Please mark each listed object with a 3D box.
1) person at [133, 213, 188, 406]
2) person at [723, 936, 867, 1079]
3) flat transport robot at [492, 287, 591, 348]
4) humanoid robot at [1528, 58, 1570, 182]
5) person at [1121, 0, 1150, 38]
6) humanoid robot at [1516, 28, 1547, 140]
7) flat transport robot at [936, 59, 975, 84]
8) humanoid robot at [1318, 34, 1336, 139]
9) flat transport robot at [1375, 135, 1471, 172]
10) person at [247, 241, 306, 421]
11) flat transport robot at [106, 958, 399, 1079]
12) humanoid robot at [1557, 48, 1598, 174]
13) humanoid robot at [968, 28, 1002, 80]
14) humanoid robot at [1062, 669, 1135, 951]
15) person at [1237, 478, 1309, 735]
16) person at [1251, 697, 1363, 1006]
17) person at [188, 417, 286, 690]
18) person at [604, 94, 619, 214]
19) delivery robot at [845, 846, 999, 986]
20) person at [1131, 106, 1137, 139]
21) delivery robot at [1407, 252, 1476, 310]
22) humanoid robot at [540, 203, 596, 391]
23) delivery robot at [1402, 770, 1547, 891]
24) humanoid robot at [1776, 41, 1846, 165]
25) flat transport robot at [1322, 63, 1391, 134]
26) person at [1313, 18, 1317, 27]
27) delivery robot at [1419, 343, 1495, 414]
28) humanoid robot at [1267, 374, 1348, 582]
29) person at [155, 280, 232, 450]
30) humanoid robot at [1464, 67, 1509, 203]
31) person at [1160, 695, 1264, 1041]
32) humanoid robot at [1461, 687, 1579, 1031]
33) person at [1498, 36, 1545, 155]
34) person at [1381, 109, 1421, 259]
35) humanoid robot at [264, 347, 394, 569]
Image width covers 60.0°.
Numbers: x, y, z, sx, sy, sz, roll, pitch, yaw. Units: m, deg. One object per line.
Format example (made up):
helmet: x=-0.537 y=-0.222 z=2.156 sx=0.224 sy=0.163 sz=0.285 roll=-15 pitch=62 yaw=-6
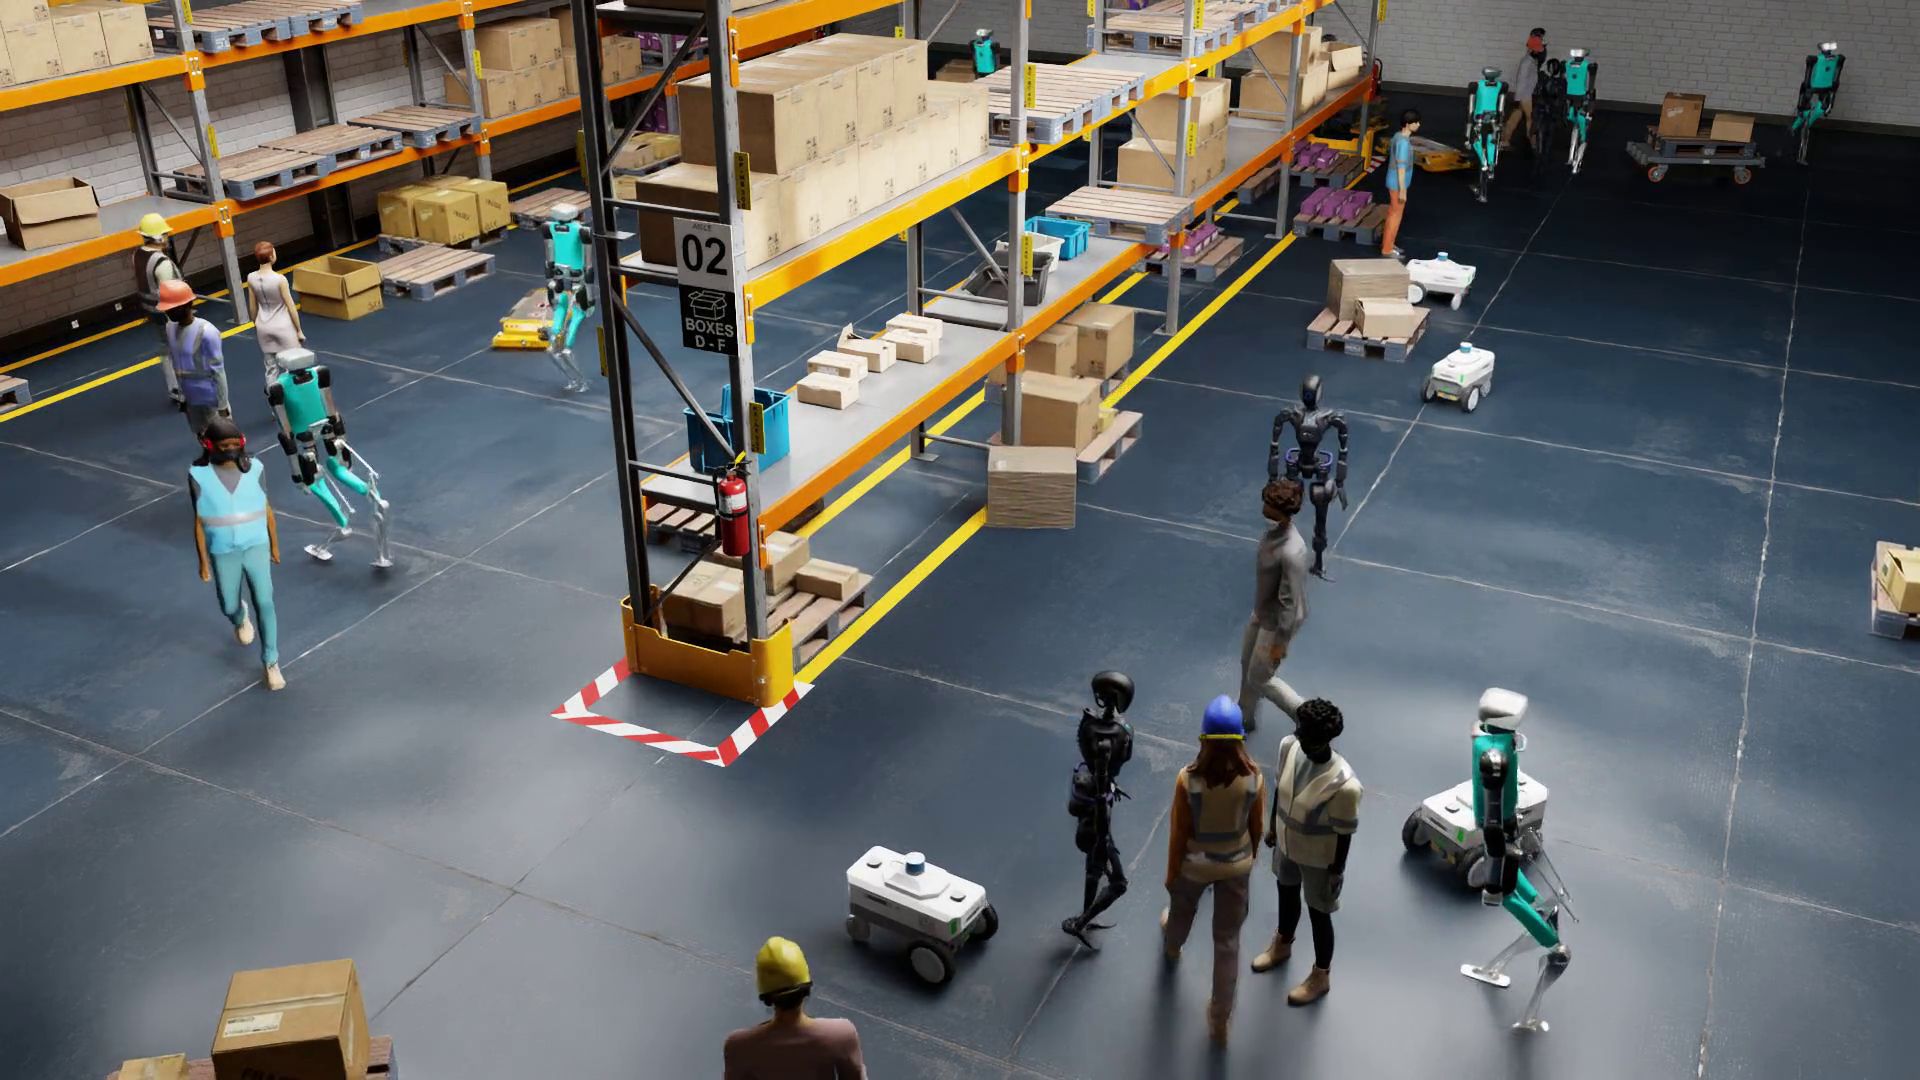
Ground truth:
person: x=-7.246 y=-2.092 z=15.255 sx=0.590 sy=1.818 sz=0.431 roll=20 pitch=33 yaw=34
person: x=-0.634 y=2.264 z=6.568 sx=0.559 sy=1.714 sz=0.895 roll=-3 pitch=27 yaw=-6
flat transport robot: x=-4.371 y=-2.345 z=17.514 sx=0.659 sy=0.231 sz=1.431 roll=2 pitch=26 yaw=5
humanoid robot: x=8.087 y=-5.751 z=22.806 sx=0.599 sy=1.655 sz=0.381 roll=-9 pitch=28 yaw=-17
person: x=3.000 y=-8.795 z=28.735 sx=0.548 sy=1.876 sz=0.944 roll=-17 pitch=31 yaw=-31
humanoid robot: x=8.676 y=-6.858 z=25.050 sx=0.376 sy=1.640 sz=0.597 roll=7 pitch=27 yaw=13
flat transport robot: x=0.161 y=-6.602 z=26.114 sx=1.431 sy=0.231 sz=0.659 roll=7 pitch=27 yaw=13
humanoid robot: x=5.449 y=-6.635 z=24.601 sx=0.371 sy=1.648 sz=0.601 roll=8 pitch=27 yaw=15
flat transport robot: x=6.696 y=-5.603 z=24.097 sx=0.659 sy=0.231 sz=1.431 roll=-10 pitch=28 yaw=-19
person: x=-6.143 y=-1.870 z=14.983 sx=0.452 sy=1.659 sz=0.277 roll=5 pitch=27 yaw=9
flat transport robot: x=-3.040 y=2.841 z=7.039 sx=0.659 sy=0.231 sz=1.431 roll=-5 pitch=27 yaw=-10
humanoid robot: x=8.699 y=-6.032 z=23.348 sx=0.545 sy=1.797 sz=0.813 roll=20 pitch=33 yaw=35
humanoid robot: x=0.561 y=-6.719 z=24.716 sx=0.589 sy=1.798 sz=0.855 roll=19 pitch=32 yaw=34
humanoid robot: x=0.712 y=1.353 z=8.460 sx=0.339 sy=1.655 sz=0.603 roll=4 pitch=27 yaw=7
person: x=1.941 y=0.458 z=10.049 sx=0.615 sy=1.878 sz=0.611 roll=-2 pitch=26 yaw=-4
person: x=1.704 y=1.502 z=8.143 sx=0.320 sy=1.691 sz=0.534 roll=-15 pitch=30 yaw=-27
person: x=-4.743 y=0.044 z=10.912 sx=0.525 sy=1.844 sz=0.730 roll=-13 pitch=29 yaw=-25
person: x=-4.599 y=-5.009 z=21.124 sx=0.461 sy=1.838 sz=0.579 roll=2 pitch=26 yaw=3
delivery robot: x=-0.210 y=1.905 z=8.626 sx=0.804 sy=0.610 sz=0.499 roll=16 pitch=30 yaw=28
person: x=2.706 y=-6.558 z=24.267 sx=0.360 sy=1.828 sz=0.514 roll=14 pitch=30 yaw=26
delivery robot: x=5.214 y=-2.841 z=18.211 sx=0.780 sy=0.609 sz=0.523 roll=11 pitch=28 yaw=21
humanoid robot: x=-3.737 y=-2.210 z=15.588 sx=0.531 sy=1.798 sz=0.653 roll=10 pitch=28 yaw=19
delivery robot: x=2.916 y=1.555 z=9.304 sx=0.785 sy=0.585 sz=0.499 roll=-14 pitch=30 yaw=-27
humanoid robot: x=12.104 y=-6.241 z=23.822 sx=0.551 sy=1.859 sz=0.823 roll=-1 pitch=26 yaw=-3
flat transport robot: x=5.932 y=-6.588 z=26.085 sx=1.431 sy=0.231 sz=0.659 roll=21 pitch=33 yaw=36
person: x=5.075 y=-6.772 z=24.637 sx=0.466 sy=1.884 sz=0.664 roll=-5 pitch=27 yaw=-11
delivery robot: x=4.698 y=-1.548 z=15.579 sx=0.499 sy=0.590 sz=0.789 roll=21 pitch=33 yaw=36
humanoid robot: x=2.529 y=-0.440 z=12.078 sx=0.609 sy=1.642 sz=0.447 roll=8 pitch=27 yaw=16
person: x=-6.036 y=-1.140 z=13.216 sx=0.543 sy=1.929 sz=0.385 roll=13 pitch=29 yaw=24
humanoid robot: x=6.893 y=-5.229 z=21.670 sx=0.547 sy=1.733 sz=0.954 roll=-3 pitch=27 yaw=-6
person: x=1.221 y=1.510 z=8.080 sx=0.475 sy=1.731 sz=0.884 roll=-1 pitch=26 yaw=-1
humanoid robot: x=2.767 y=1.564 z=7.991 sx=0.796 sy=1.791 sz=0.530 roll=8 pitch=27 yaw=15
person: x=8.335 y=-6.484 z=24.258 sx=0.771 sy=1.695 sz=0.553 roll=10 pitch=28 yaw=18
person: x=5.175 y=-4.179 z=19.546 sx=0.336 sy=1.758 sz=0.503 roll=4 pitch=27 yaw=8
humanoid robot: x=-4.544 y=-0.511 z=12.211 sx=1.027 sy=1.755 sz=0.530 roll=14 pitch=30 yaw=27
